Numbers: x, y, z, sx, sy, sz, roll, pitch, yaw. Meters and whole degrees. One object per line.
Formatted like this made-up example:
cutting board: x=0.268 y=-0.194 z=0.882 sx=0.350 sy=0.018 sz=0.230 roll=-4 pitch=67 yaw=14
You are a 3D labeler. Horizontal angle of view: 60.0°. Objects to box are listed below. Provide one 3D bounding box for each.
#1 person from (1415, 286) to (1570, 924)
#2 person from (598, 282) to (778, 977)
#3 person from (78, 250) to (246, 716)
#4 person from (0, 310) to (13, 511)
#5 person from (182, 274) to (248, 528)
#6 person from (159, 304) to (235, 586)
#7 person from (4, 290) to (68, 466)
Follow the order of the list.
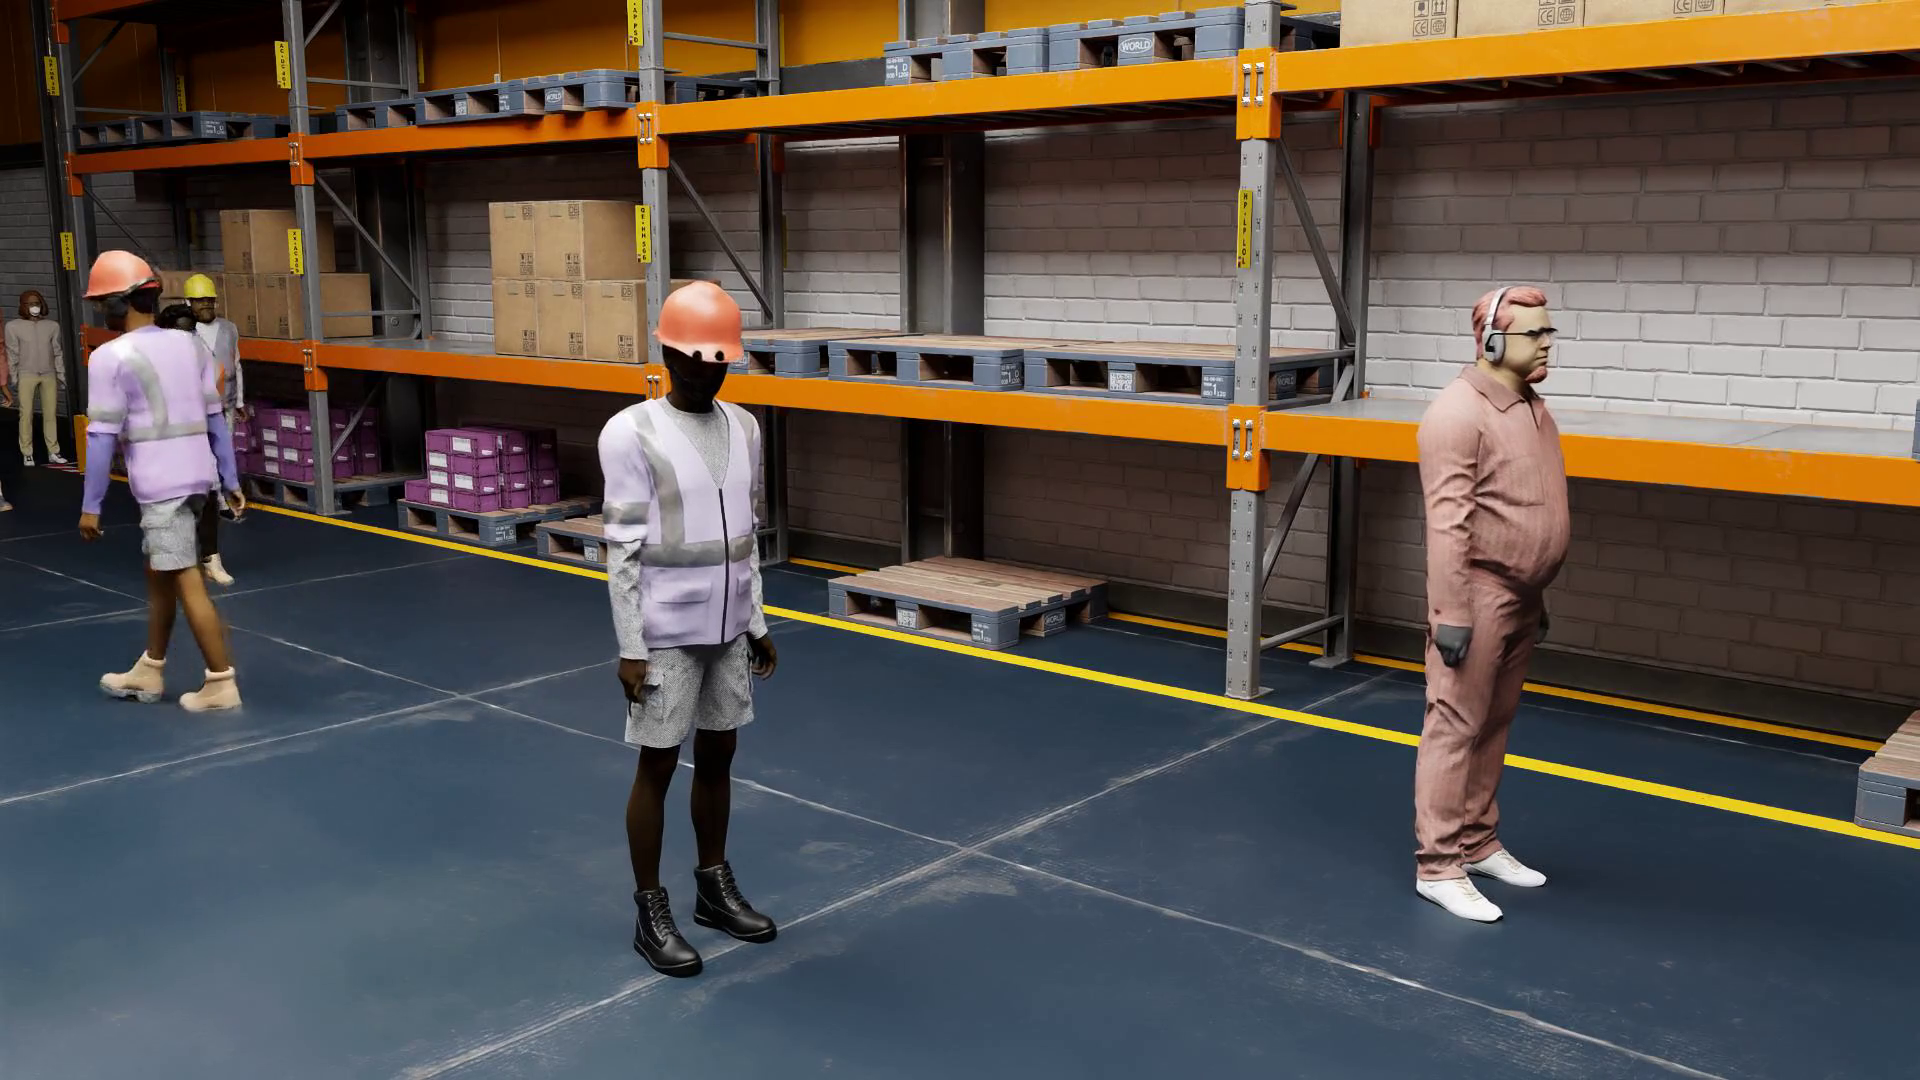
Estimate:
person: x=1.646 y=0.185 z=5.104 sx=0.406 sy=1.911 sz=0.636 roll=9 pitch=13 yaw=40
person: x=-0.737 y=0.245 z=4.707 sx=0.374 sy=1.928 sz=0.542 roll=9 pitch=13 yaw=40
person: x=-3.528 y=-0.229 z=7.190 sx=0.894 sy=2.000 sz=0.629 roll=2 pitch=10 yaw=11
person: x=-7.552 y=-1.180 z=12.655 sx=0.391 sy=1.986 sz=0.609 roll=9 pitch=13 yaw=40
person: x=-5.490 y=-1.012 z=12.129 sx=0.403 sy=1.835 sz=0.586 roll=9 pitch=13 yaw=40
person: x=-4.572 y=-0.544 z=9.852 sx=0.321 sy=1.697 sz=0.529 roll=9 pitch=13 yaw=40
person: x=-8.617 y=-1.510 z=15.537 sx=0.278 sy=1.634 sz=0.498 roll=9 pitch=13 yaw=40
